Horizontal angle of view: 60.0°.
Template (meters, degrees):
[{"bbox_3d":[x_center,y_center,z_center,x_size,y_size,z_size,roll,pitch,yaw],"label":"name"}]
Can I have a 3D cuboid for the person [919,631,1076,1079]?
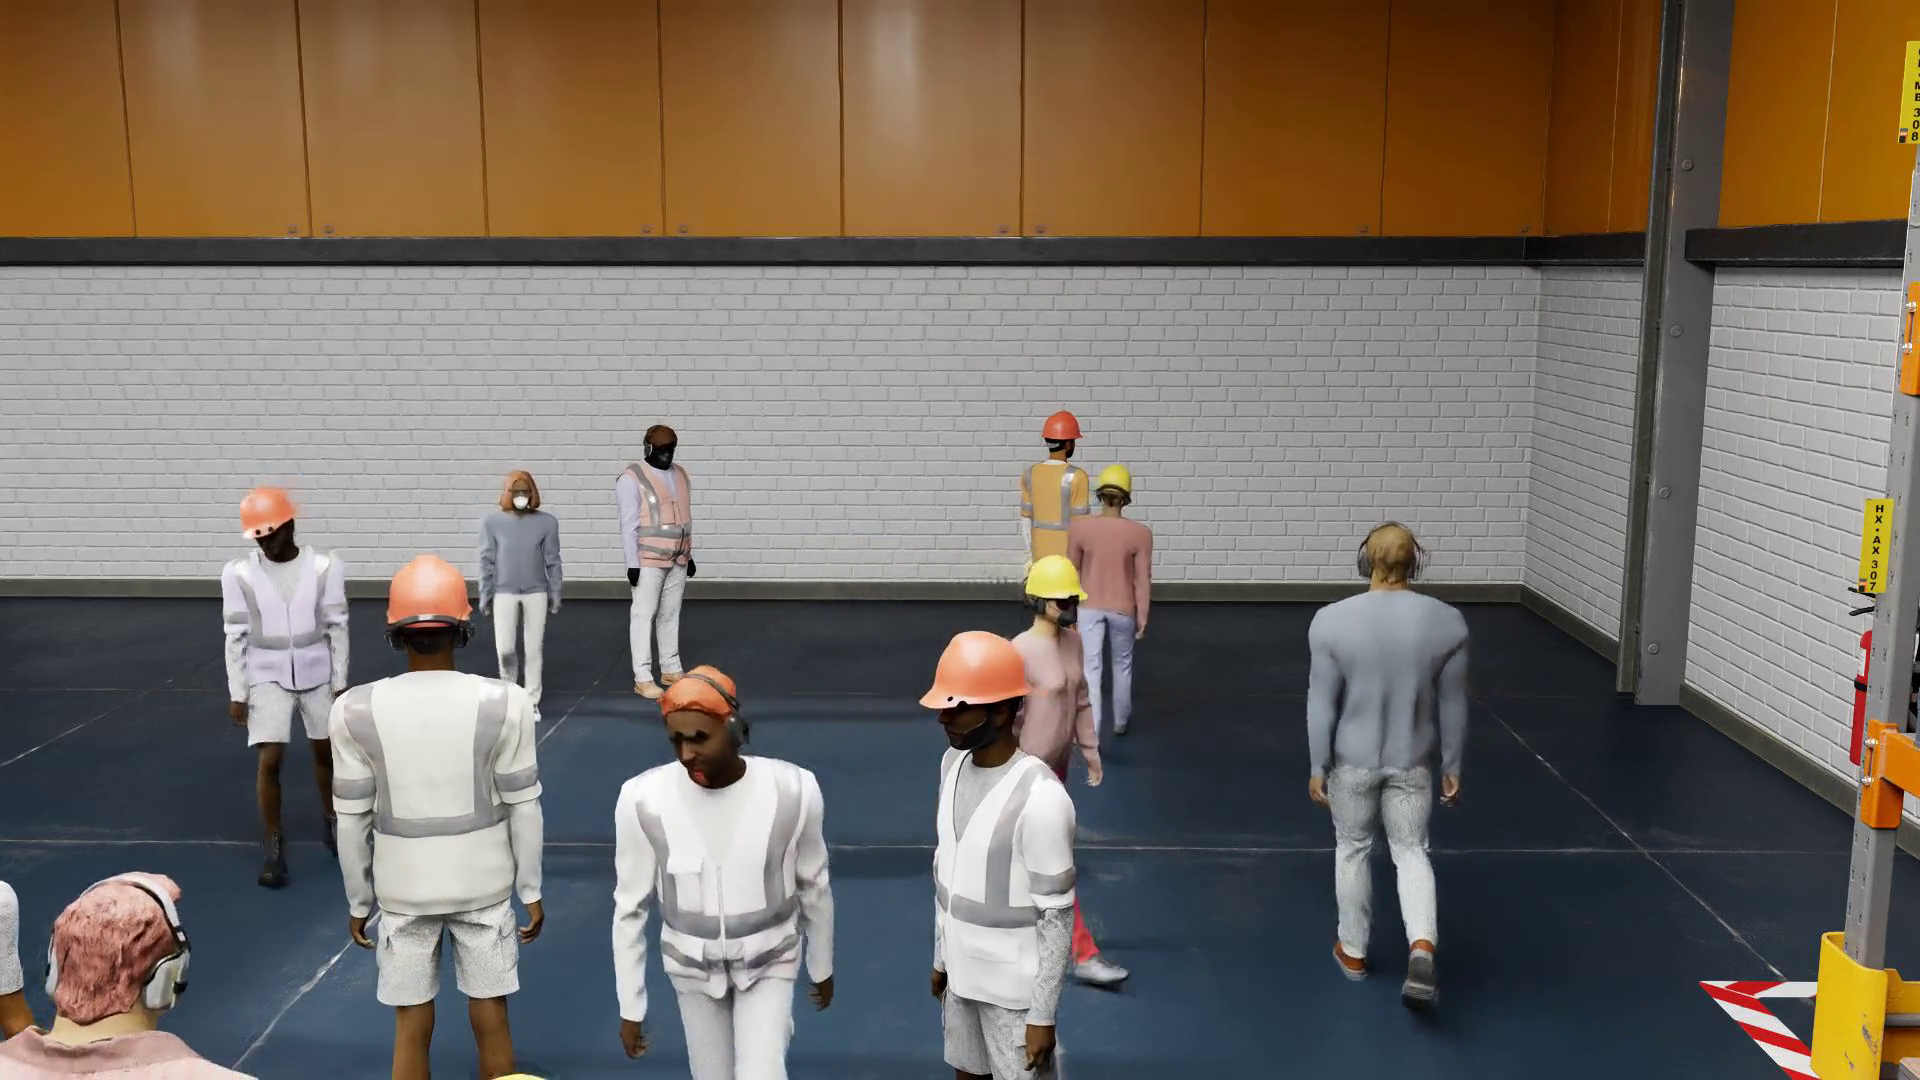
[{"bbox_3d":[0.072,1.198,4.604,0.375,1.935,0.551,-6,11,-33],"label":"person"}]

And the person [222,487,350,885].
[{"bbox_3d":[-3.188,0.677,7.909,0.562,1.888,0.686,-5,11,-27],"label":"person"}]

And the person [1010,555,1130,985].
[{"bbox_3d":[0.449,0.931,6.777,0.800,1.733,0.547,6,11,32],"label":"person"}]

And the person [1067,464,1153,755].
[{"bbox_3d":[0.886,0.407,9.974,0.522,1.727,0.869,1,10,7],"label":"person"}]

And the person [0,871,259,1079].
[{"bbox_3d":[-1.478,1.514,2.942,0.678,1.876,0.564,1,10,4],"label":"person"}]

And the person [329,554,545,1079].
[{"bbox_3d":[-1.585,1.058,5.119,0.609,2.048,0.367,-2,10,-10],"label":"person"}]

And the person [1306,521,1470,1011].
[{"bbox_3d":[1.685,0.887,6.550,0.636,1.920,0.769,0,9,2],"label":"person"}]

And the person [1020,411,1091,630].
[{"bbox_3d":[0.665,0.109,11.122,0.542,1.939,0.365,8,12,39],"label":"person"}]

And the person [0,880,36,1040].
[{"bbox_3d":[-2.377,1.356,3.846,0.514,1.876,0.328,-3,10,-16],"label":"person"}]

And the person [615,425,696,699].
[{"bbox_3d":[-2.026,0.135,11.278,0.430,1.838,0.619,6,11,33],"label":"person"}]

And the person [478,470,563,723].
[{"bbox_3d":[-2.787,0.357,10.570,0.526,1.619,0.352,-3,10,-19],"label":"person"}]

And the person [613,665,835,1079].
[{"bbox_3d":[-0.652,1.234,4.654,0.601,1.837,0.923,0,9,-1],"label":"person"}]

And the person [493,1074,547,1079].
[{"bbox_3d":[-0.620,1.631,2.557,0.590,1.769,1.001,-4,10,-23],"label":"person"}]
